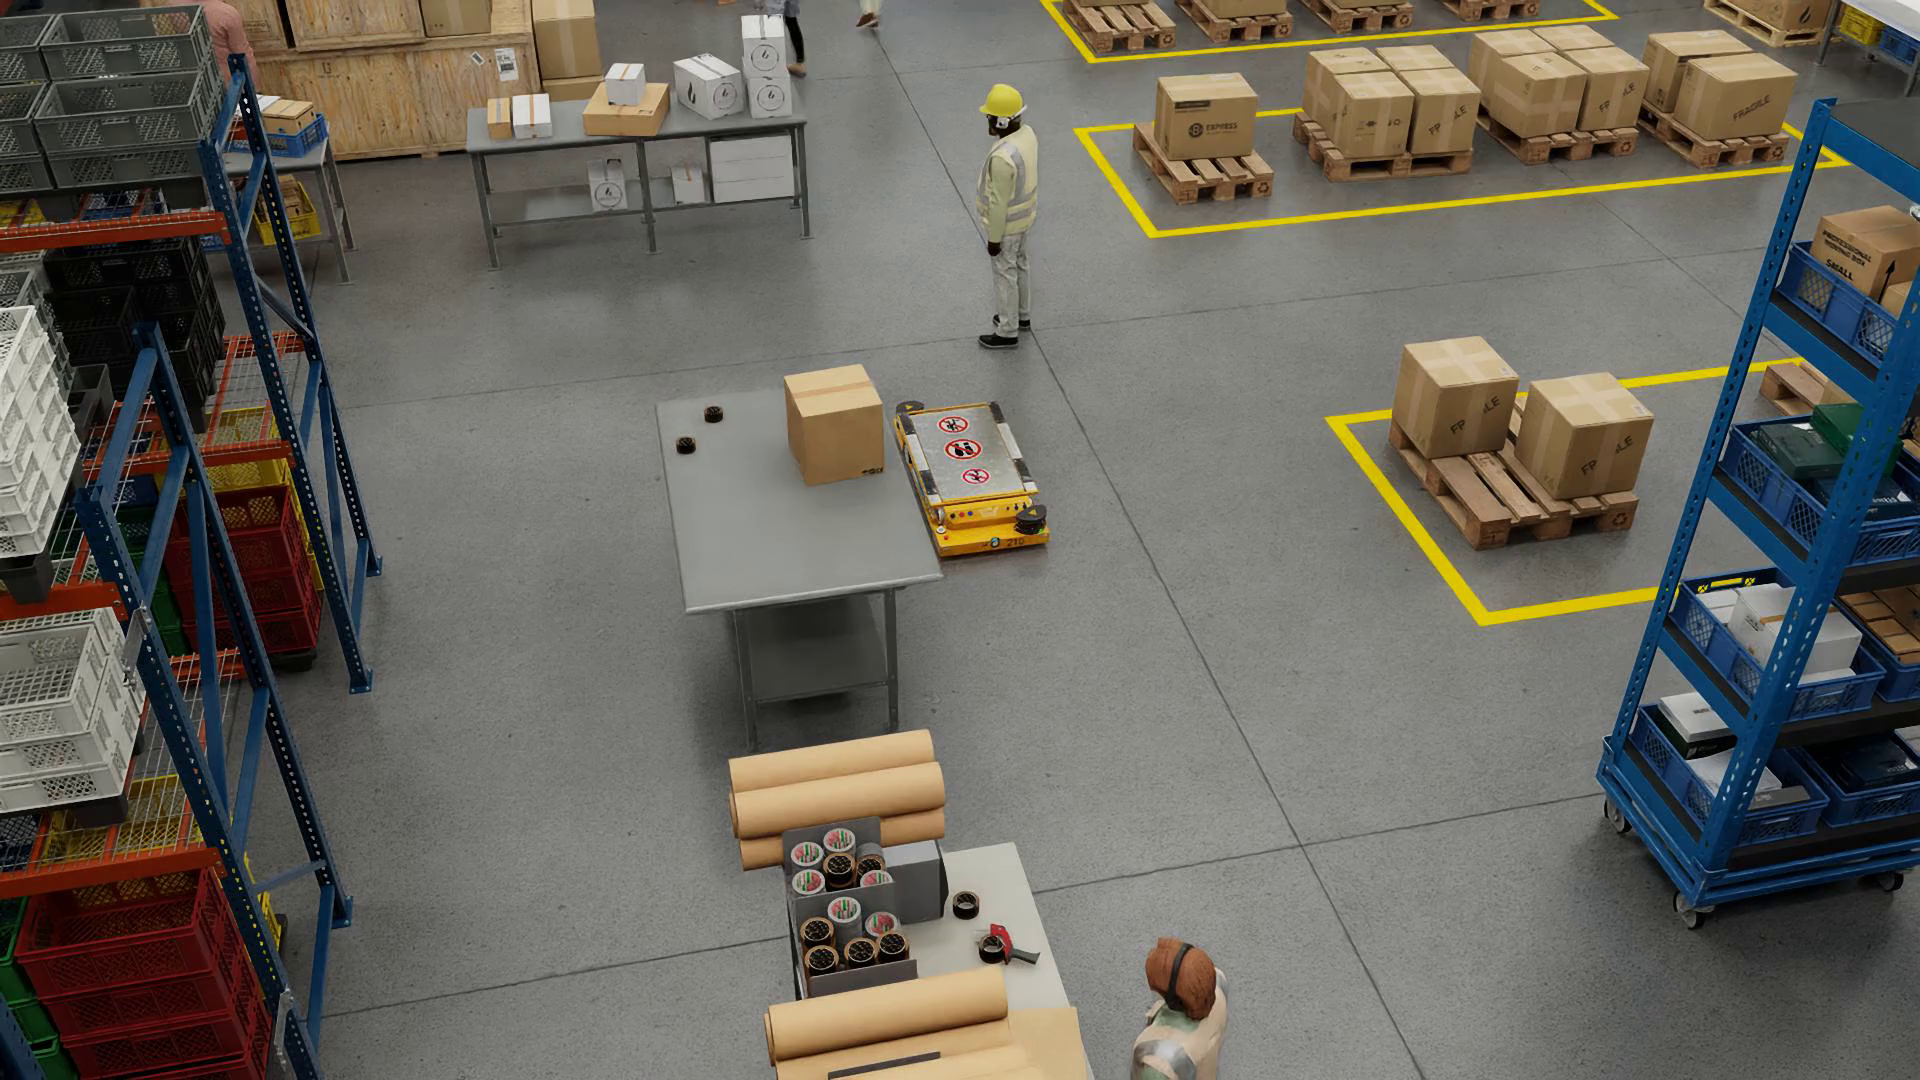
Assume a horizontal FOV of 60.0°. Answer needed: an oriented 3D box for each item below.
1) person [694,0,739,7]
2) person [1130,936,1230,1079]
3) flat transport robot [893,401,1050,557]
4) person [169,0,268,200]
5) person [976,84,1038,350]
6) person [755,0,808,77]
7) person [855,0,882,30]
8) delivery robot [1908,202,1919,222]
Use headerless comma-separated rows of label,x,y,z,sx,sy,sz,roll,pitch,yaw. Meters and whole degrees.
person,-2.556,-6.332,16.732,0.625,1.847,0.429,17,40,22
person,0.736,1.967,5.754,0.311,1.633,0.517,20,41,25
flat transport robot,0.046,-0.430,10.108,0.652,0.197,1.431,-8,37,-10
person,-5.738,-3.614,13.040,0.636,1.900,0.400,11,38,15
person,0.308,-2.168,11.153,0.403,1.823,0.591,13,38,16
person,-1.648,-4.972,15.037,0.373,1.679,0.558,24,43,29
person,-0.876,-5.857,16.101,0.562,1.840,0.426,-11,38,-14
delivery robot,7.475,-2.361,12.392,0.707,0.478,0.477,2,37,3
